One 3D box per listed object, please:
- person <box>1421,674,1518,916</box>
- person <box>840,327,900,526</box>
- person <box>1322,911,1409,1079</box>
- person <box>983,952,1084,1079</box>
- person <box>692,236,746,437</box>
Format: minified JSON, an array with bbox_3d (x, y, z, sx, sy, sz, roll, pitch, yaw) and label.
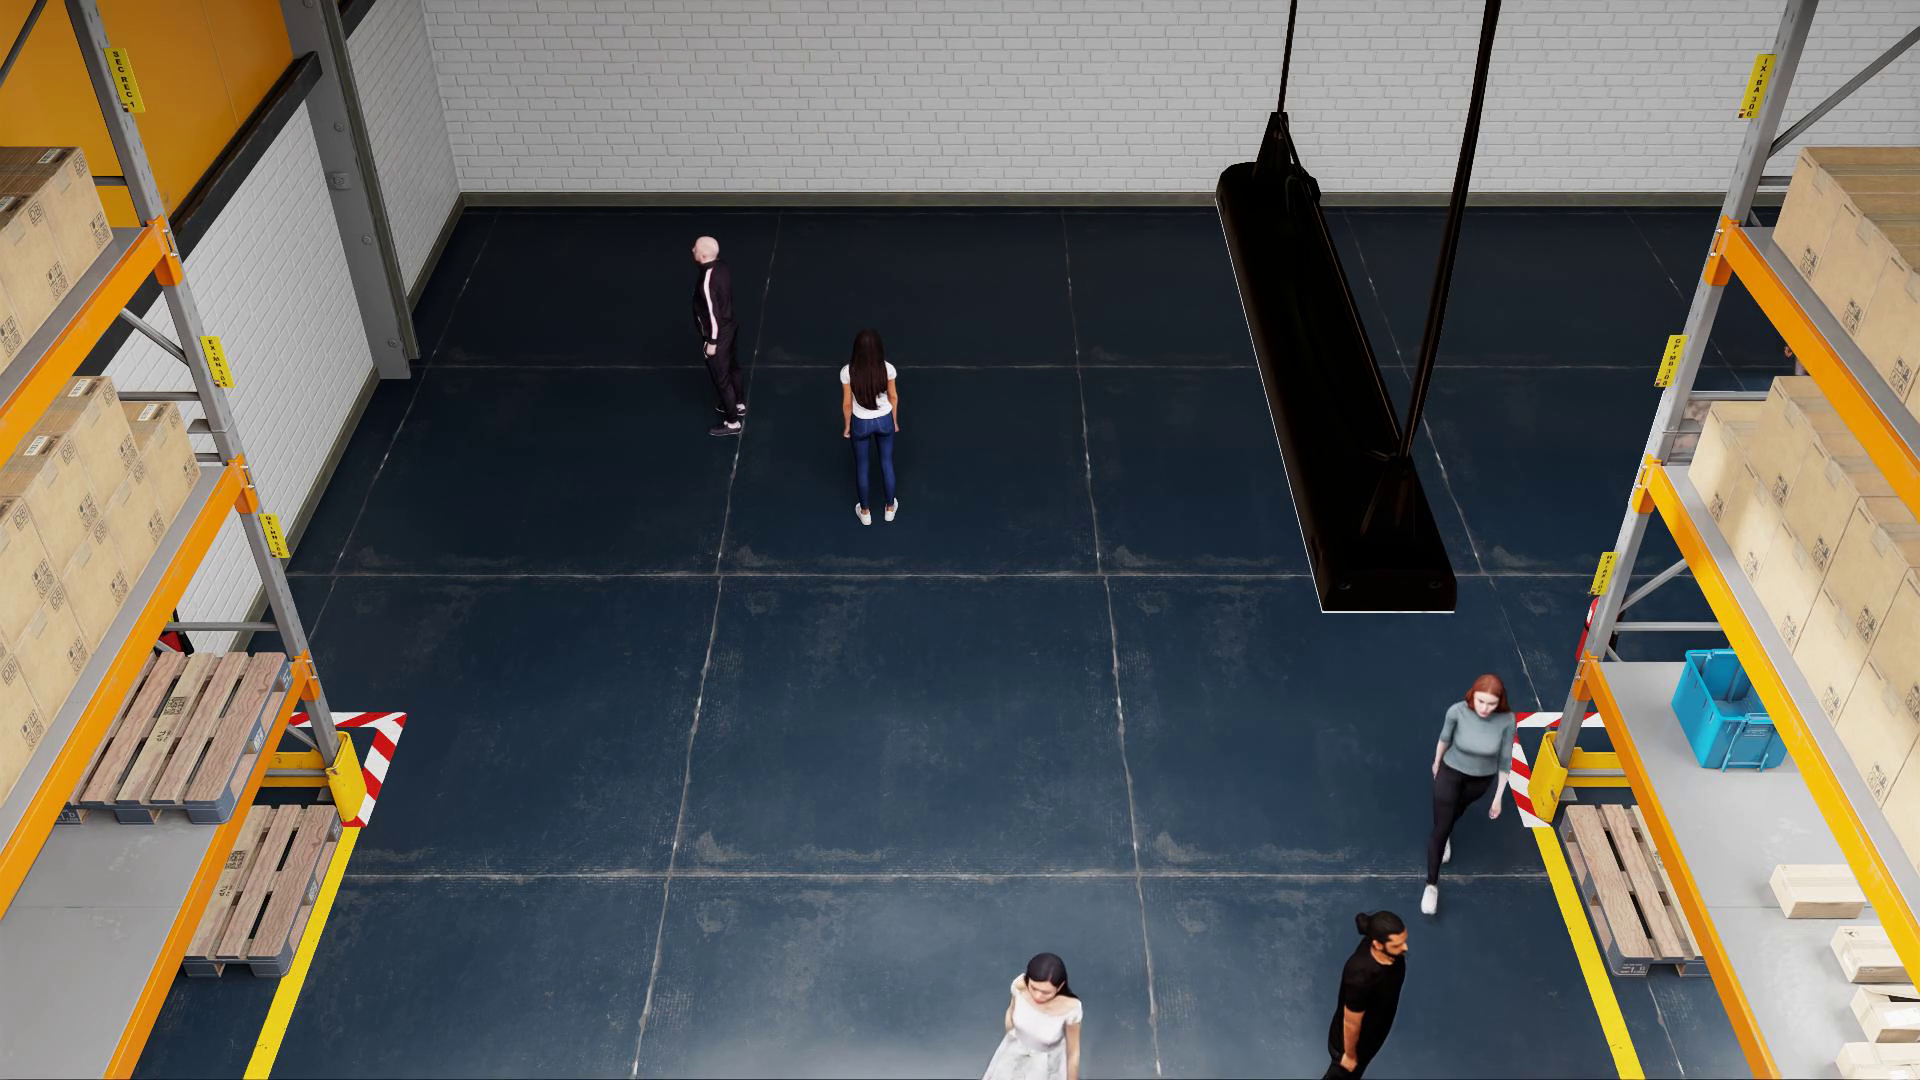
[{"bbox_3d":[3.106,1.397,10.208,0.712,1.707,1.049,7,39,8],"label":"person"},{"bbox_3d":[-0.687,-0.887,13.013,0.619,1.775,0.555,-5,39,-7],"label":"person"},{"bbox_3d":[2.100,2.544,8.731,0.784,1.758,0.691,23,44,26],"label":"person"},{"bbox_3d":[0.442,2.649,8.594,0.834,1.764,0.908,19,42,22],"label":"person"},{"bbox_3d":[-2.024,-1.734,14.025,0.753,1.836,0.547,4,39,5],"label":"person"}]
